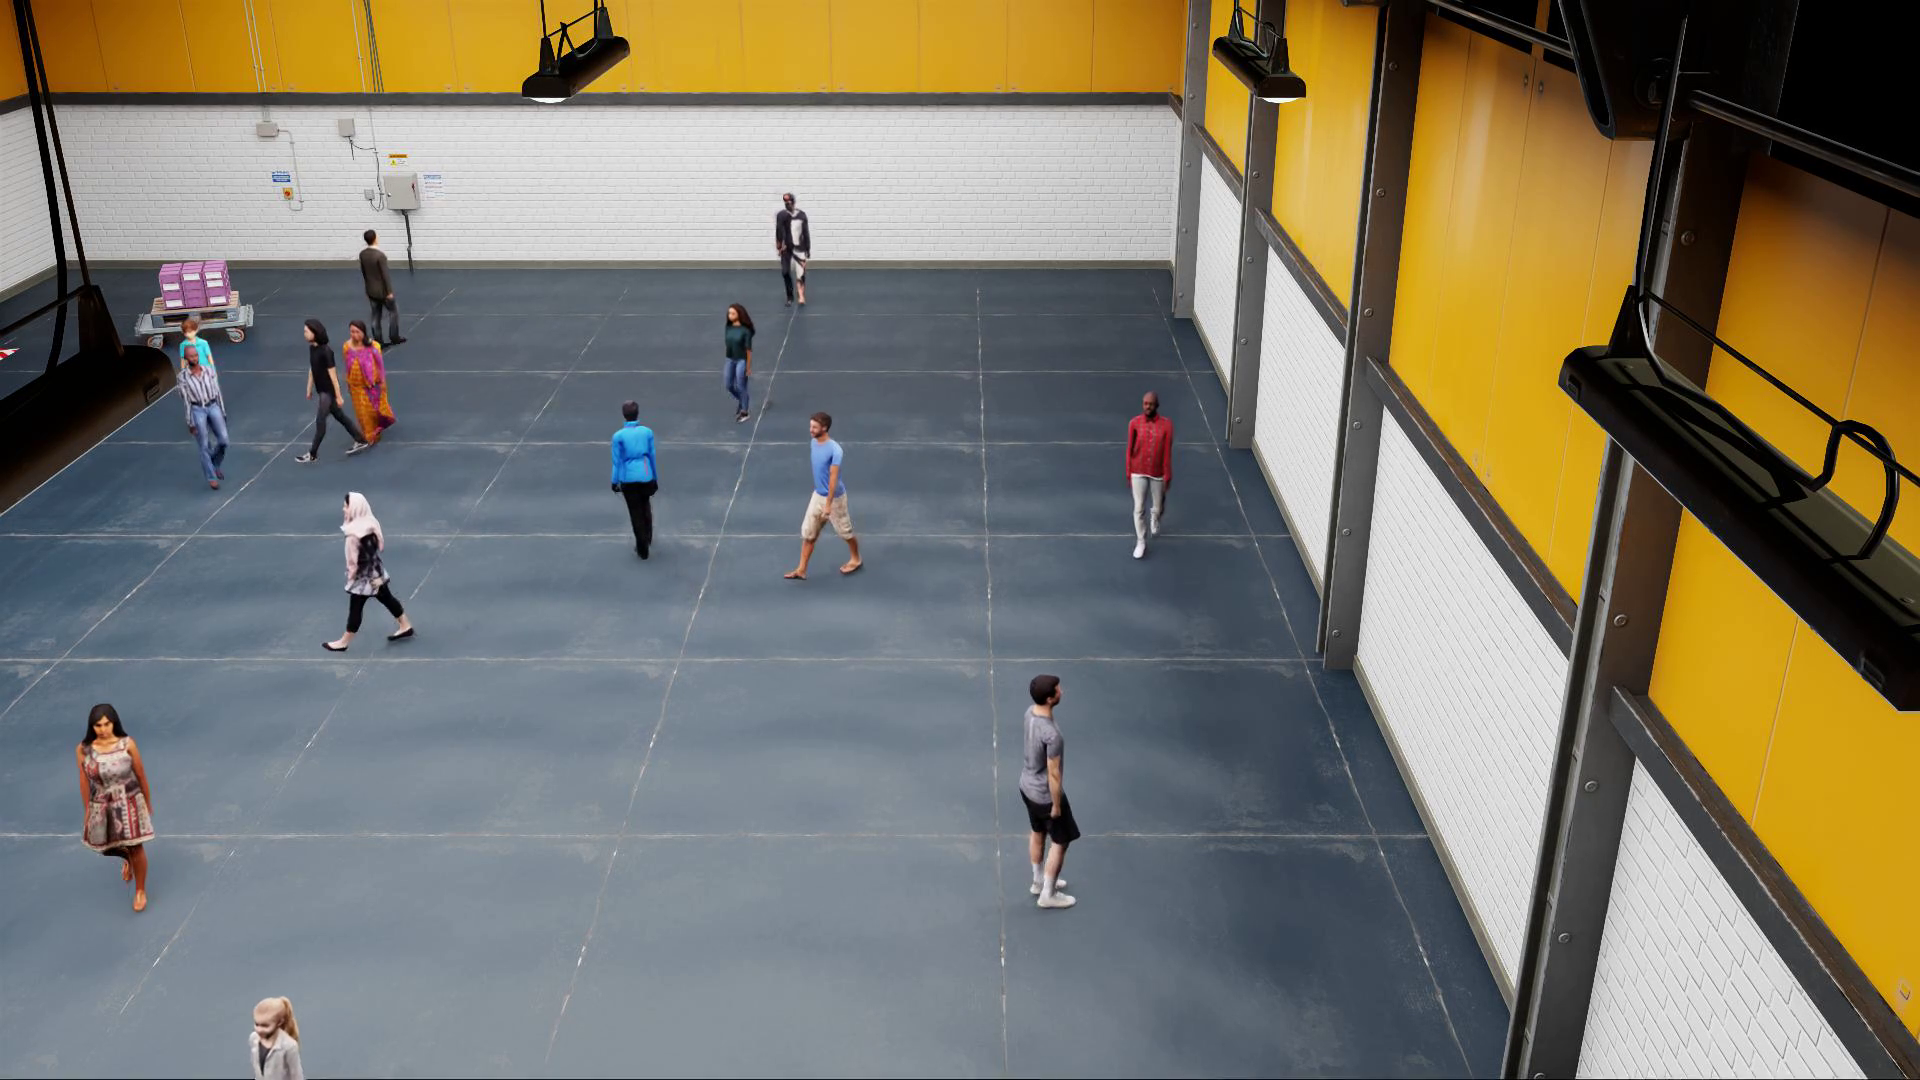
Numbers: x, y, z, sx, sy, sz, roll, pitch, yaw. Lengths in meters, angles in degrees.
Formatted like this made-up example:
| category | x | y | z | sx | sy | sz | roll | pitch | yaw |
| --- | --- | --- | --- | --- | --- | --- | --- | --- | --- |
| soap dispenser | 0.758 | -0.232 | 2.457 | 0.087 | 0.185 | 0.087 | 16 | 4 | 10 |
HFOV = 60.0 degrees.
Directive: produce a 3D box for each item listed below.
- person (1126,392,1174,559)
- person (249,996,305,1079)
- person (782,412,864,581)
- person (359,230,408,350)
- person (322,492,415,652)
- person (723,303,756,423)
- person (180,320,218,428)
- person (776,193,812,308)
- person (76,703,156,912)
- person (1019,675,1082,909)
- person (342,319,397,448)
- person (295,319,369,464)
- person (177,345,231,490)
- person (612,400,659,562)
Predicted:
| category | x | y | z | sx | sy | sz | roll | pitch | yaw |
| --- | --- | --- | --- | --- | --- | --- | --- | --- | --- |
| person | 2.061 | -0.765 | 18.096 | 0.787 | 1.810 | 1.040 | 5 | 24 | 10 |
| person | -3.924 | 3.193 | 9.720 | 0.623 | 1.266 | 0.743 | 8 | 25 | 18 |
| person | -1.296 | -0.458 | 17.386 | 1.241 | 1.816 | 1.183 | -22 | 32 | -40 |
| person | -8.751 | -3.711 | 24.867 | 0.886 | 1.785 | 0.943 | 10 | 26 | 22 |
| person | -5.596 | 0.300 | 15.936 | 1.072 | 1.589 | 1.132 | -14 | 27 | -29 |
| person | -2.873 | -2.370 | 22.022 | 0.718 | 1.606 | 0.757 | 15 | 28 | 30 |
| person | -9.979 | -2.214 | 21.874 | 0.599 | 1.440 | 0.624 | -5 | 24 | -12 |
| person | -2.713 | -4.761 | 27.166 | 0.730 | 1.868 | 0.695 | -4 | 24 | -9 |
| person | -6.171 | 1.904 | 12.208 | 0.774 | 1.636 | 0.855 | -7 | 24 | -15 |
| person | 0.558 | 1.815 | 12.120 | 0.815 | 1.870 | 0.694 | -9 | 25 | -20 |
| person | -7.548 | -2.041 | 21.201 | 0.673 | 1.661 | 0.988 | -1 | 24 | -3 |
| person | -7.773 | -1.866 | 20.646 | 1.188 | 1.785 | 1.183 | -18 | 29 | -36 |
| person | -9.006 | -1.470 | 19.746 | 0.858 | 1.780 | 0.795 | 20 | 31 | 39 |
| person | -3.432 | -0.607 | 17.775 | 0.811 | 1.778 | 0.896 | -15 | 27 | -30 |
